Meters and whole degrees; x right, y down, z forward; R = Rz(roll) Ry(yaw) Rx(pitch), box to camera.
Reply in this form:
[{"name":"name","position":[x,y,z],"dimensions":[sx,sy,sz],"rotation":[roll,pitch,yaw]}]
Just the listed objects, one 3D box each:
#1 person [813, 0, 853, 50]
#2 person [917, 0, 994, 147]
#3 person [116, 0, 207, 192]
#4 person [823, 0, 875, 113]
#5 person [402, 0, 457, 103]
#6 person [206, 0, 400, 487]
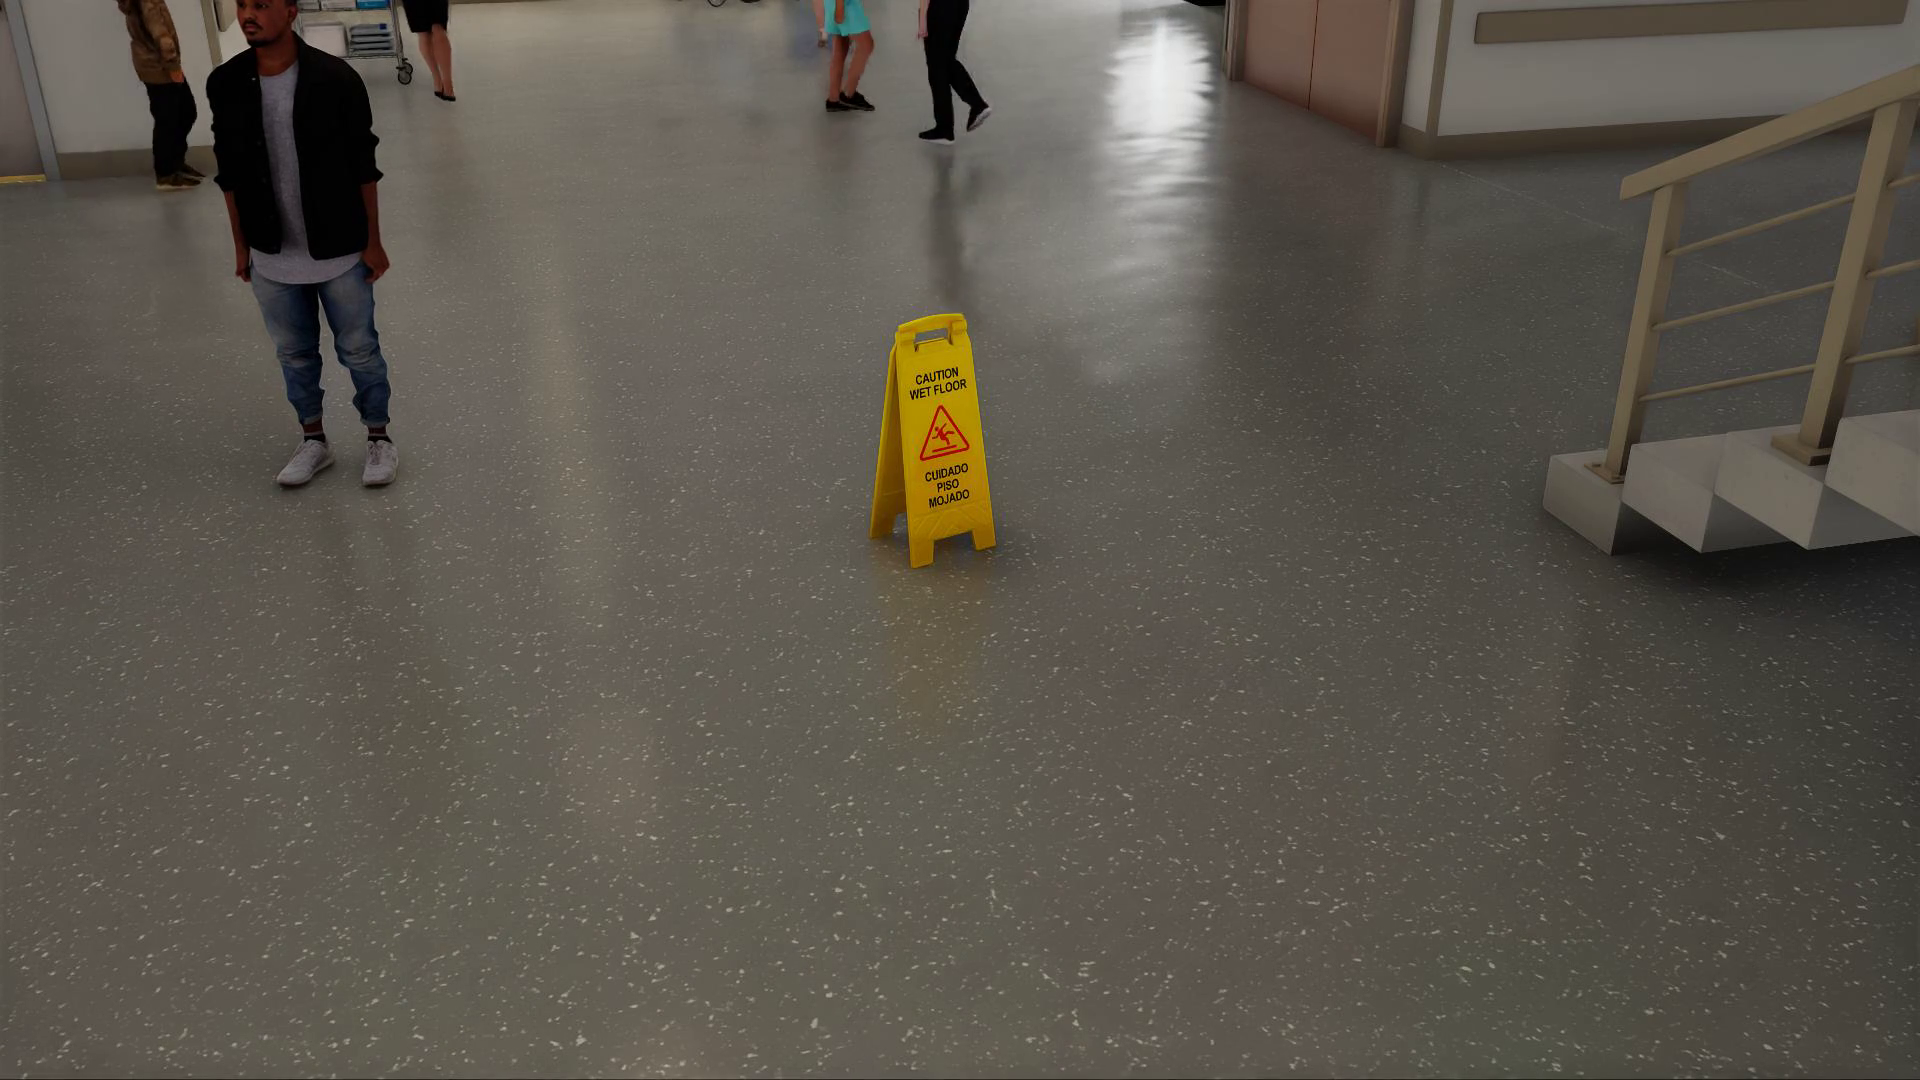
[{"name":"person","position":[-1.129,-5.007,14.035],"dimensions":[0.613,1.683,0.538],"rotation":[-4,26,-8]},{"name":"person","position":[-0.014,-3.388,10.619],"dimensions":[0.871,1.733,0.810],"rotation":[15,29,28]},{"name":"person","position":[-4.731,-2.753,9.641],"dimensions":[0.737,1.440,0.603],"rotation":[-14,29,-27]},{"name":"person","position":[-0.891,-3.781,11.646],"dimensions":[0.615,1.549,0.517],"rotation":[-4,26,-9]},{"name":"person","position":[-3.895,-4.020,12.037],"dimensions":[0.714,1.641,0.871],"rotation":[-5,26,-11]},{"name":"person","position":[-2.237,-1.070,5.723],"dimensions":[0.758,1.812,0.692],"rotation":[0,26,1]}]
